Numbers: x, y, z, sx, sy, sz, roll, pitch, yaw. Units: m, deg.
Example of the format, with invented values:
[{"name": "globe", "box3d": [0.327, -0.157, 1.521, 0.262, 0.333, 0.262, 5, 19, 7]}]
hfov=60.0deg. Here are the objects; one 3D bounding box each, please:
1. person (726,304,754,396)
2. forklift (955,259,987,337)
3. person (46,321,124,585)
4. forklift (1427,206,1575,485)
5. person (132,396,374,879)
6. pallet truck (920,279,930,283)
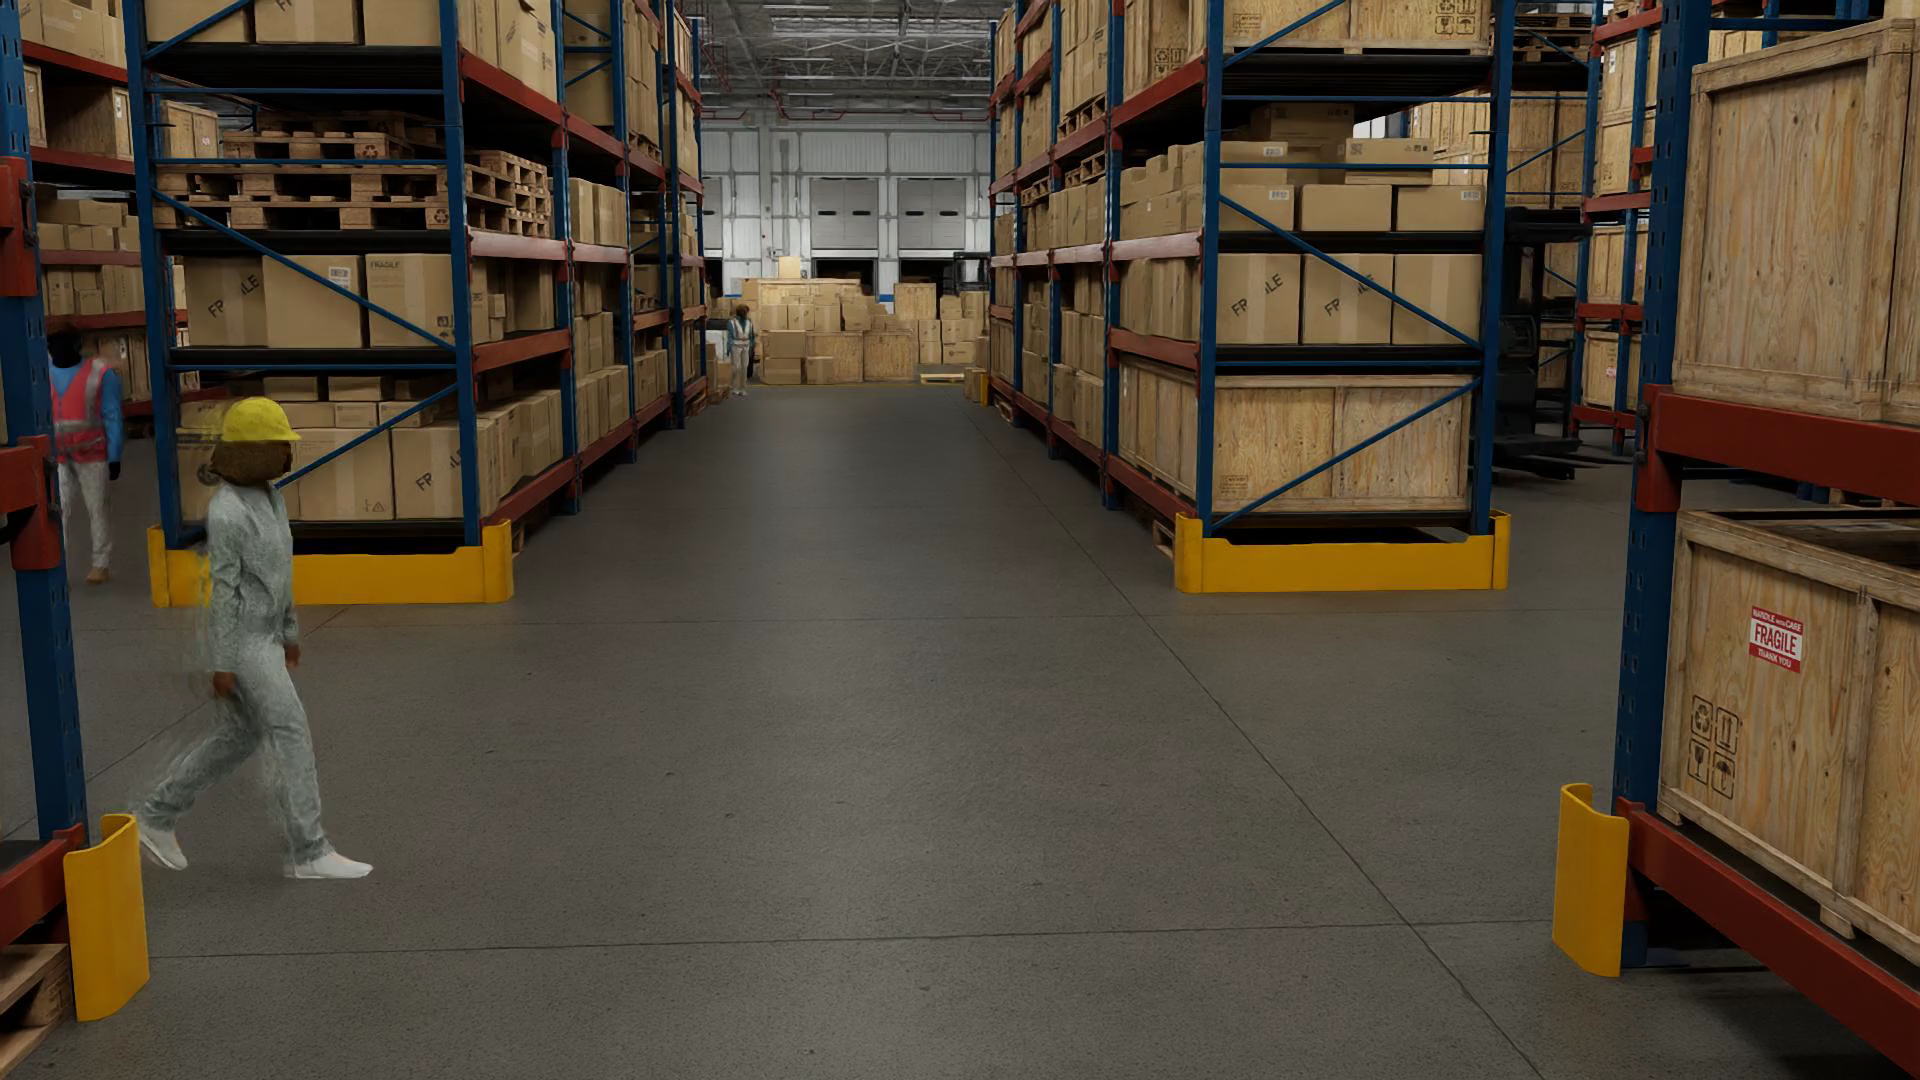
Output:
[{"name": "person", "box3d": [-3.849, -3.323, 29.133, 0.527, 1.621, 0.388, -7, 11, -37]}, {"name": "forklift", "box3d": [0.278, -7.332, 50.367, 1.129, 2.768, 1.873, -2, 9, -10]}, {"name": "person", "box3d": [-5.943, -0.542, 11.093, 0.654, 1.802, 0.901, -2, 9, -9]}, {"name": "forklift", "box3d": [5.353, -2.068, 17.313, 1.129, 2.768, 1.873, -4, 10, -24]}, {"name": "person", "box3d": [-2.528, 0.350, 5.785, 0.820, 1.710, 0.495, -1, 9, -5]}, {"name": "pallet truck", "box3d": [-0.932, -8.922, 63.114, 1.885, 1.965, 0.823, 2, 9, 13]}]
